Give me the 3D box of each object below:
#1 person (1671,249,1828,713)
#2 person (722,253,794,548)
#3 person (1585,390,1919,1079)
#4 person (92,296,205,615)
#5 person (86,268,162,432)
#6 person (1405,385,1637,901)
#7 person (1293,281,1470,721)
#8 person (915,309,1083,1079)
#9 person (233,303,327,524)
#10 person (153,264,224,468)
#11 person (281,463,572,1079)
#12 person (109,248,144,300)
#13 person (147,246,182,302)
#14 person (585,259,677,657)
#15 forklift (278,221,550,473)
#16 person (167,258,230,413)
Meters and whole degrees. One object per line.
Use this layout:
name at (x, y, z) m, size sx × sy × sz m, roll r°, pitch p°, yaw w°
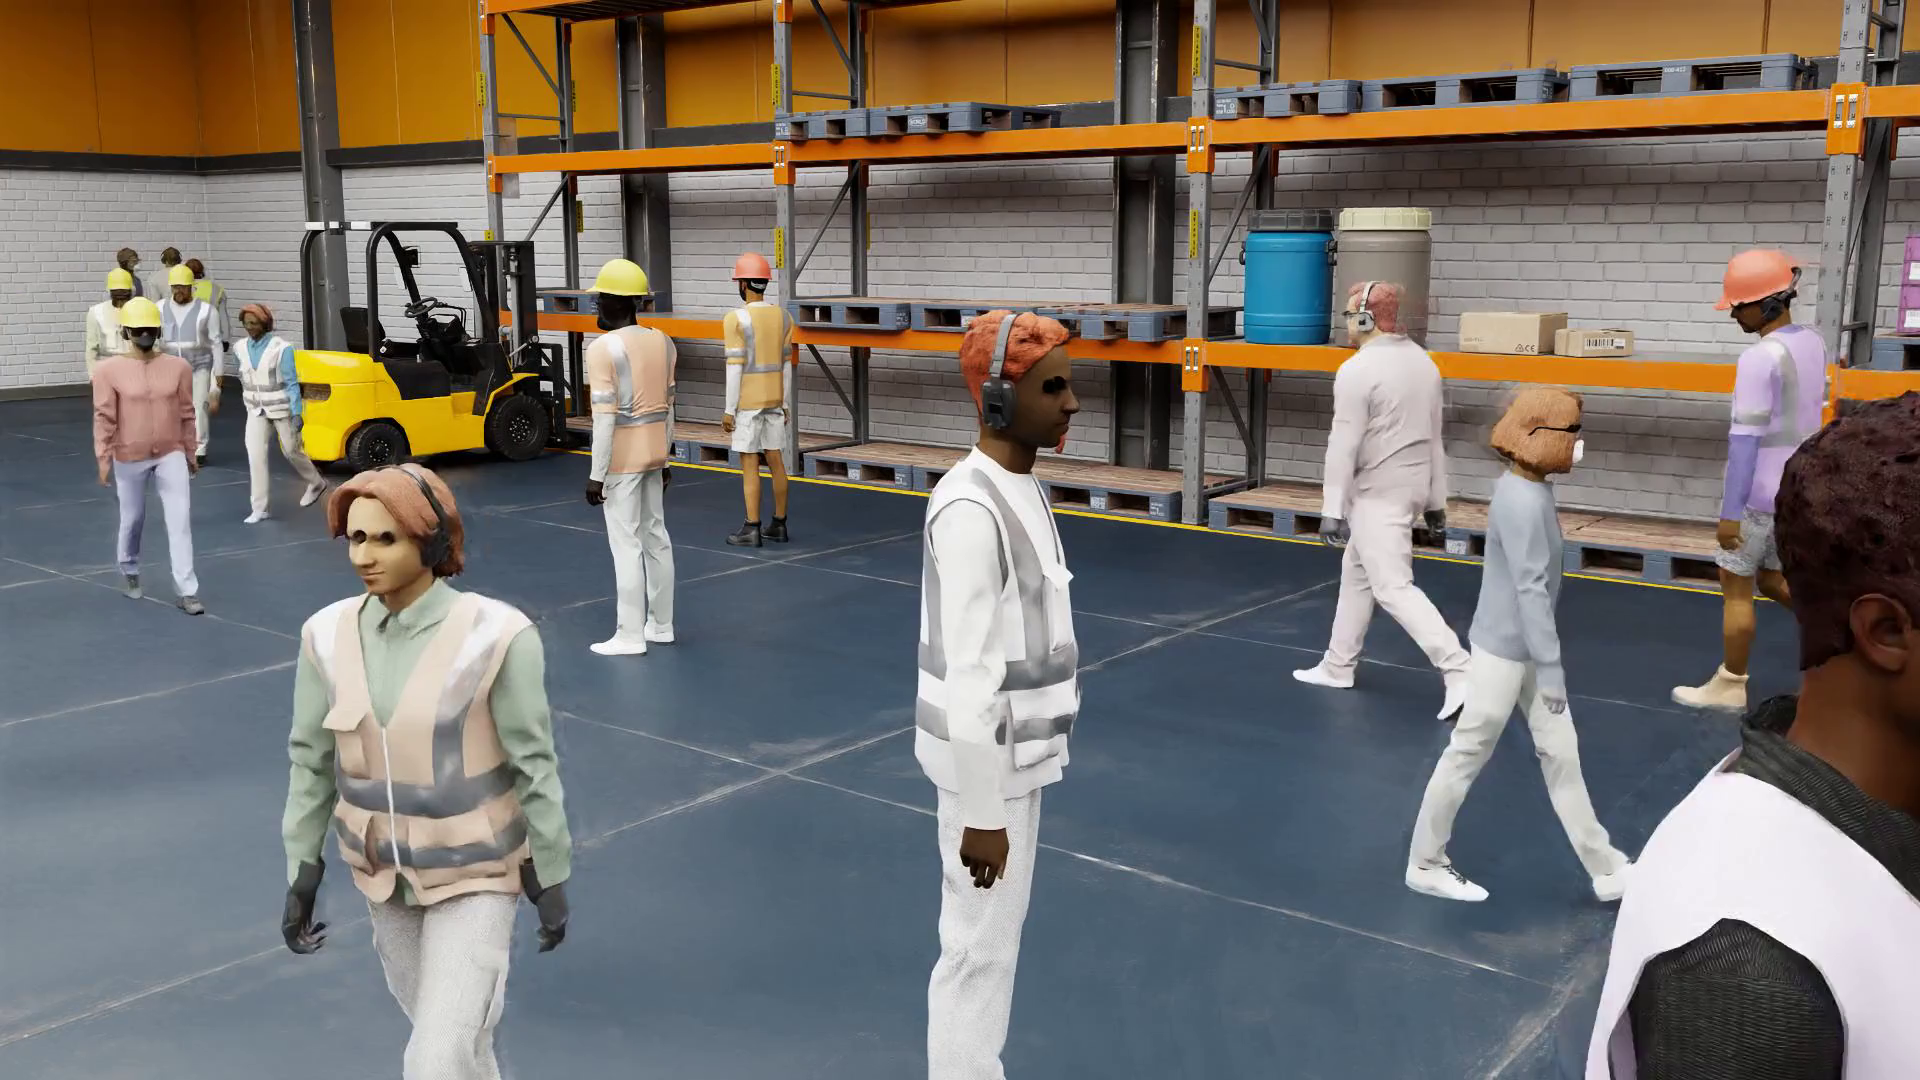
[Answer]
person at (3.428, -0.195, 6.876) m, size 0.652 × 1.993 × 0.787 m, roll -9°, pitch 14°, yaw -42°
person at (-1.354, -0.919, 11.009) m, size 0.356 × 1.937 × 0.552 m, roll 9°, pitch 14°, yaw 41°
person at (0.753, 0.827, 1.412) m, size 0.538 × 1.904 × 0.619 m, roll 7°, pitch 12°, yaw 33°
person at (-4.491, -0.481, 9.173) m, size 0.541 × 1.725 × 0.902 m, roll -9°, pitch 13°, yaw -39°
person at (-7.374, -1.510, 14.729) m, size 0.623 × 1.793 × 0.898 m, roll -4°, pitch 11°, yaw -22°
person at (1.755, 0.342, 4.956) m, size 0.829 × 1.588 × 0.530 m, roll 4°, pitch 11°, yaw 23°
person at (1.884, -0.181, 7.162) m, size 0.976 × 1.862 × 0.657 m, roll 10°, pitch 14°, yaw 44°
person at (0.081, 0.471, 3.454) m, size 0.337 × 1.882 × 0.584 m, roll 2°, pitch 10°, yaw 10°
person at (-4.980, -0.954, 12.202) m, size 0.523 × 1.589 × 0.836 m, roll 2°, pitch 10°, yaw 10°
person at (-6.911, -1.563, 14.909) m, size 0.612 × 1.809 × 0.542 m, roll -2°, pitch 10°, yaw -10°
person at (-1.034, 0.670, 3.086) m, size 0.539 × 1.608 × 0.684 m, roll 3°, pitch 11°, yaw 19°
person at (-9.582, -2.392, 19.212) m, size 0.393 × 1.934 × 0.737 m, roll -2°, pitch 10°, yaw -9°
person at (-9.968, -2.754, 21.175) m, size 0.632 × 1.940 × 0.372 m, roll -8°, pitch 13°, yaw -38°
person at (-1.611, -0.394, 8.118) m, size 0.352 × 1.929 × 0.594 m, roll 5°, pitch 11°, yaw 27°
forklift at (-4.922, -1.741, 14.854) m, size 1.214 × 2.155 × 2.313 m, roll 8°, pitch 13°, yaw 38°
person at (-8.721, -2.318, 19.088) m, size 0.636 × 1.819 × 0.704 m, roll -5°, pitch 11°, yaw -25°
